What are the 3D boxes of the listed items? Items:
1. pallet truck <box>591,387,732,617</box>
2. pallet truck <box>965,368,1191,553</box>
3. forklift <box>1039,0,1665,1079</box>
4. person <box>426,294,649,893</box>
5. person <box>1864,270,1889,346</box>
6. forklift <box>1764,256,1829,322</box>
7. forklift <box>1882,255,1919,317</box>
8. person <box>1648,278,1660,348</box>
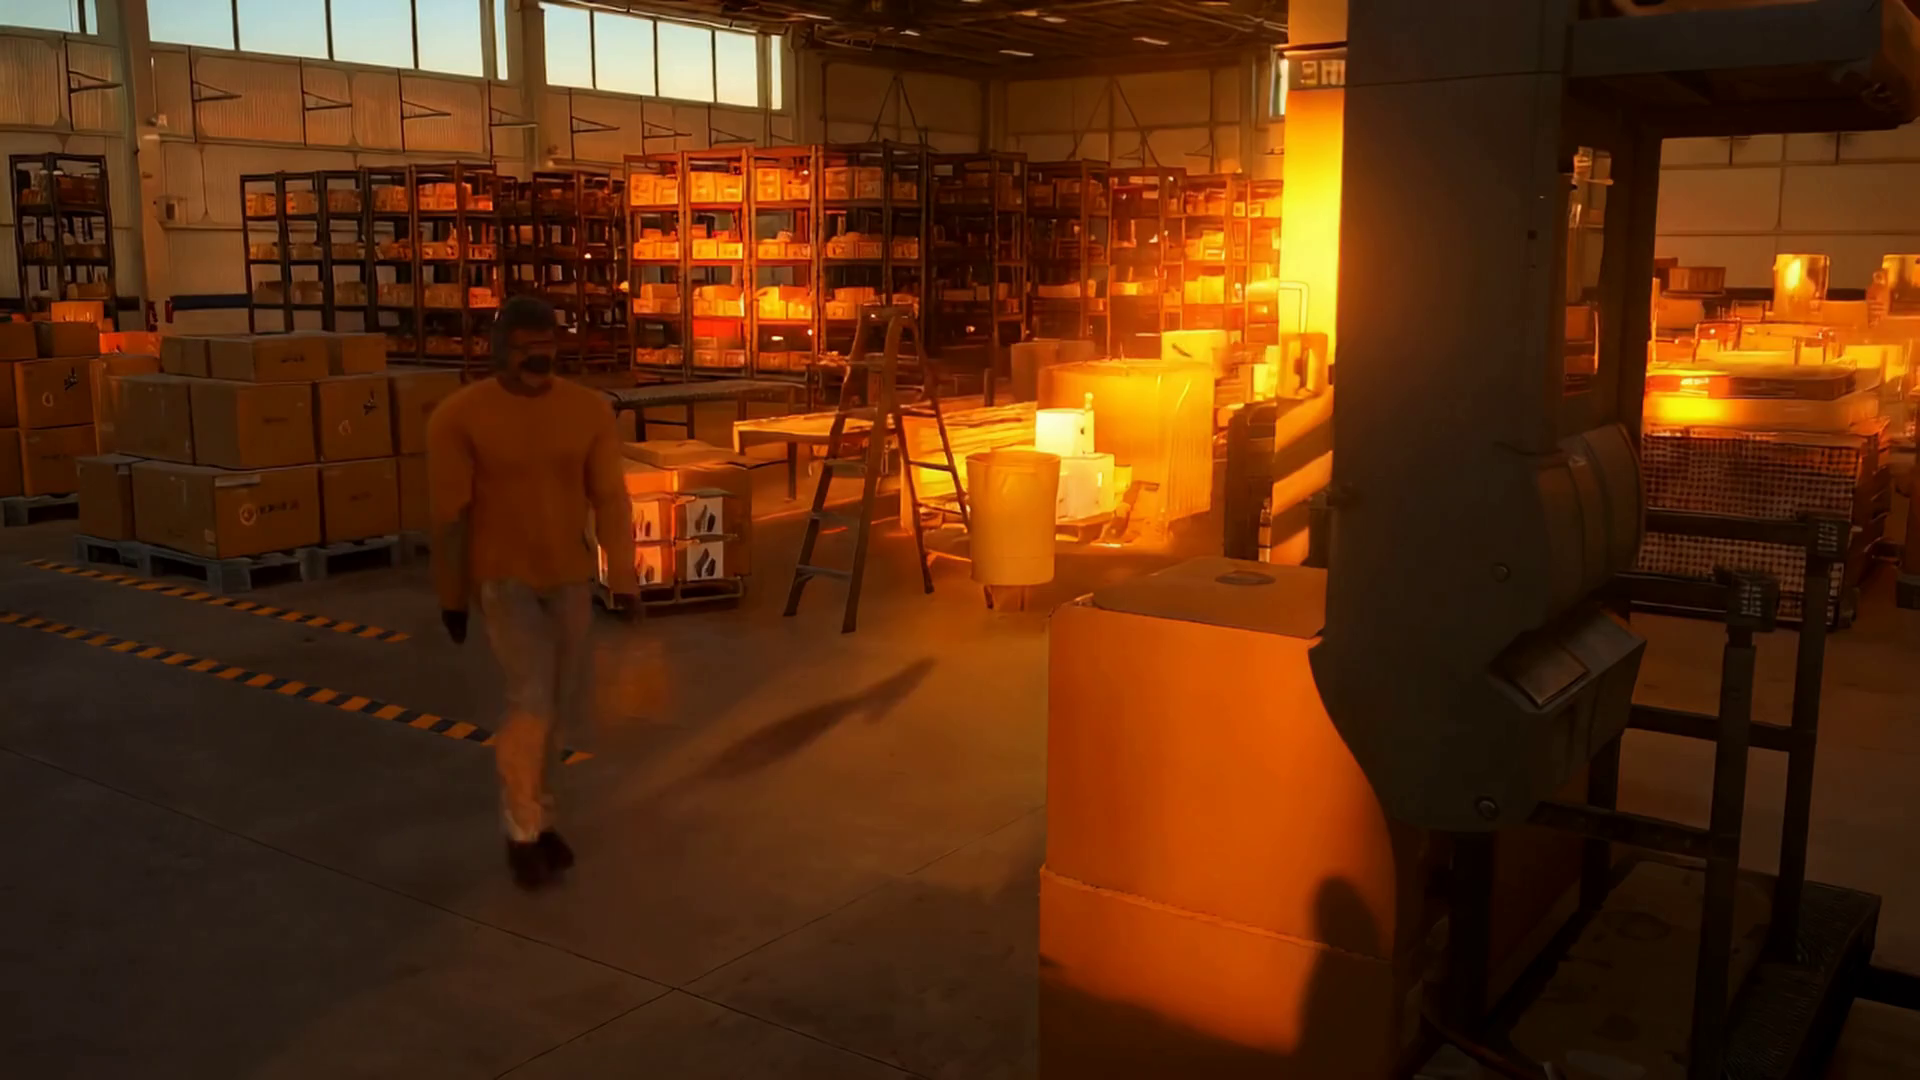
[{"bbox_3d":[-1.981,-0.274,10.088,0.680,1.201,1.601,-5,11,-28],"label":"pallet truck"},{"bbox_3d":[0.845,-0.609,11.869,1.630,1.274,0.653,7,12,35],"label":"pallet truck"},{"bbox_3d":[1.249,-0.137,4.360,1.873,2.768,1.129,7,12,35],"label":"forklift"},{"bbox_3d":[-1.348,0.169,5.402,0.632,1.913,0.631,-8,13,-41],"label":"person"},{"bbox_3d":[19.429,-4.799,35.227,0.403,1.837,0.591,-3,10,-18],"label":"person"},{"bbox_3d":[20.253,-5.854,40.139,1.157,1.987,2.680,7,12,35],"label":"forklift"},{"bbox_3d":[22.089,-5.634,38.796,1.157,1.987,2.680,6,11,33],"label":"forklift"},{"bbox_3d":[15.930,-5.420,38.736,0.639,1.902,0.407,0,10,2],"label":"person"}]
